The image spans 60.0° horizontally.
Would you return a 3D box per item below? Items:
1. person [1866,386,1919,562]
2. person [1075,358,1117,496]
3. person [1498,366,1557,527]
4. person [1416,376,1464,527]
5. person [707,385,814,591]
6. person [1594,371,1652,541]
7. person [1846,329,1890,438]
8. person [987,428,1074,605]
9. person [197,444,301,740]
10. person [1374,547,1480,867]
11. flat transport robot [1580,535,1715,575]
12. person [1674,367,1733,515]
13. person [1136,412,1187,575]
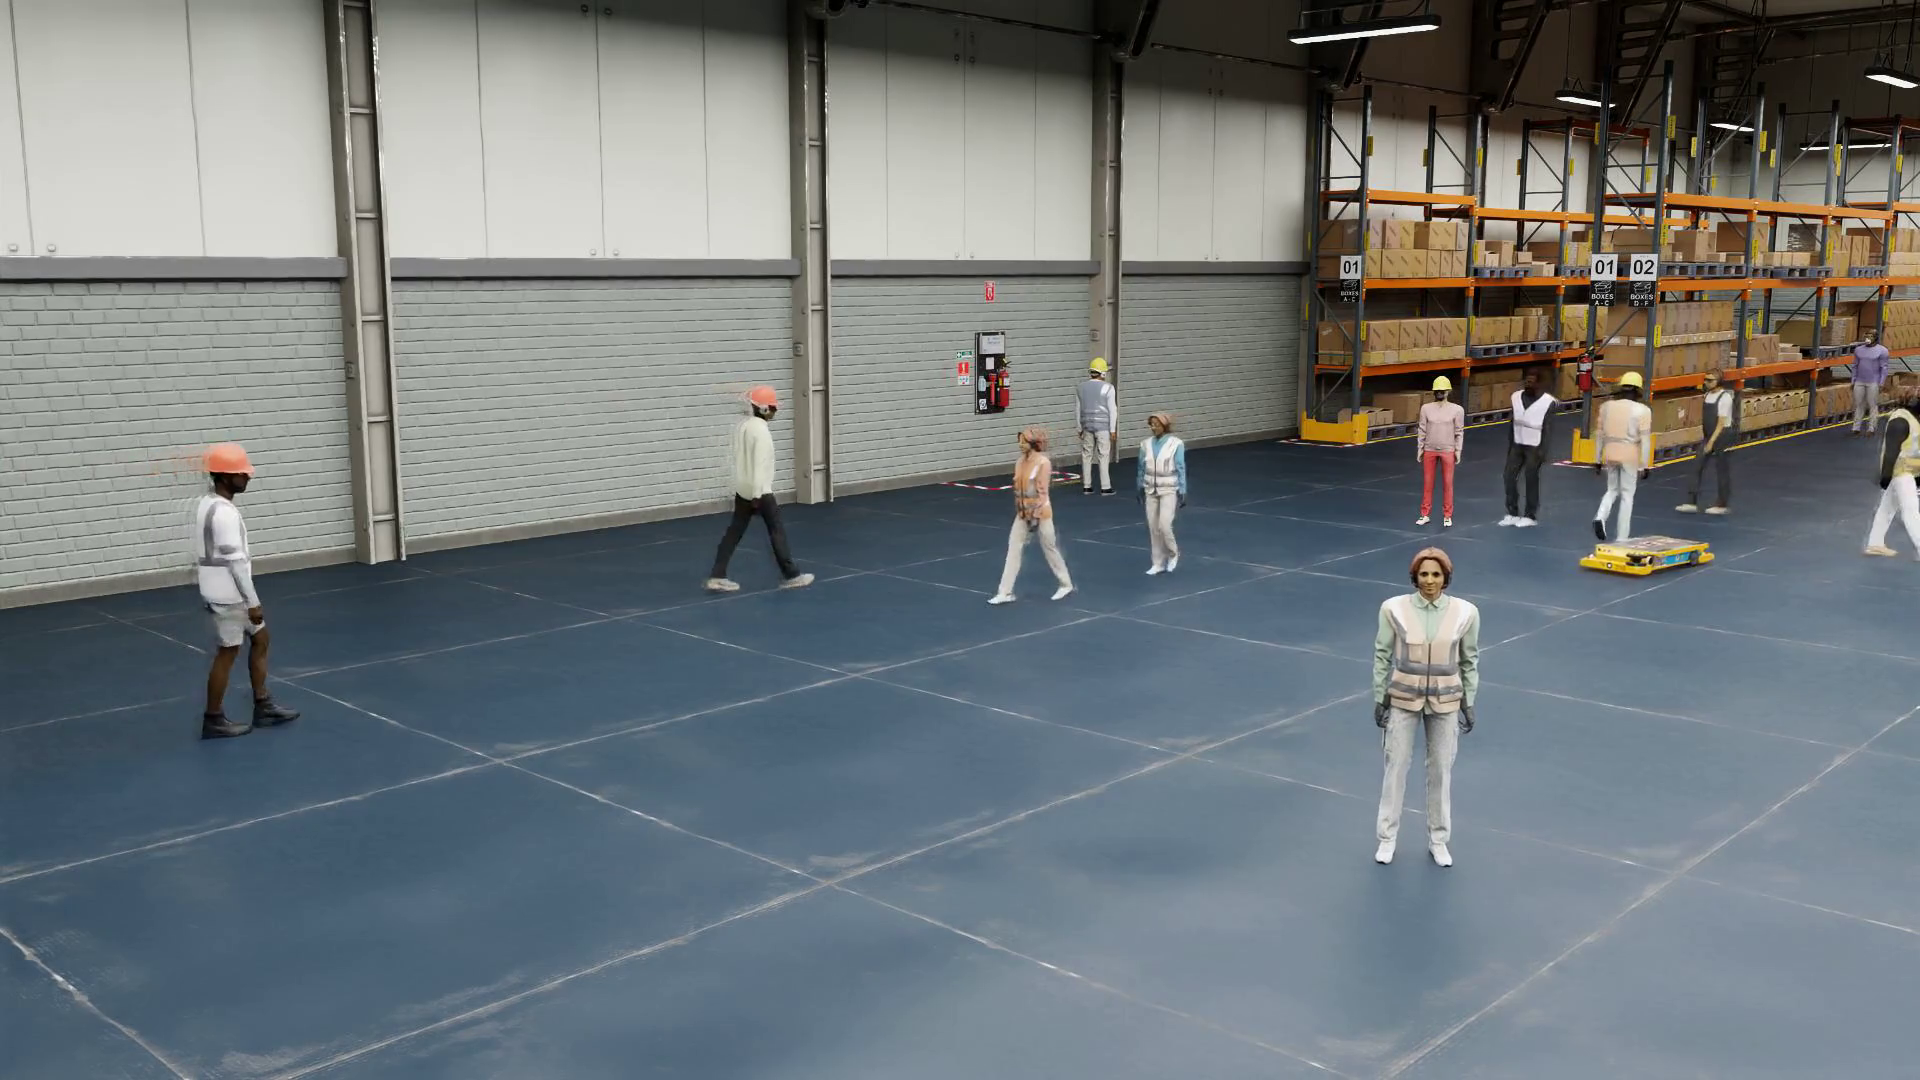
[{"bbox_3d":[9.908,-0.680,17.237,0.896,1.799,0.648,8,12,41],"label":"person"},{"bbox_3d":[1.828,-1.508,22.175,0.591,1.834,0.404,6,11,33],"label":"person"},{"bbox_3d":[6.571,-1.070,19.319,0.644,1.888,0.621,-7,12,-36],"label":"person"},{"bbox_3d":[5.626,-1.039,19.522,0.532,1.768,0.311,5,10,27],"label":"person"},{"bbox_3d":[-1.925,-0.477,15.605,1.023,1.945,0.614,-6,11,-31],"label":"person"},{"bbox_3d":[7.201,-0.879,18.106,0.547,1.904,0.612,-8,12,-39],"label":"person"},{"bbox_3d":[16.225,-2.799,29.725,0.371,1.941,0.627,-6,11,-32],"label":"person"},{"bbox_3d":[0.670,-0.222,15.045,0.852,1.600,0.511,-7,12,-37],"label":"person"},{"bbox_3d":[-4.611,0.327,10.769,0.780,1.904,0.563,-6,11,-31],"label":"person"},{"bbox_3d":[2.356,0.843,8.434,0.515,1.640,0.315,2,9,10],"label":"person"},{"bbox_3d":[6.992,0.138,16.890,1.431,0.197,0.652,-7,12,-37],"label":"flat transport robot"},{"bbox_3d":[9.126,-1.196,20.317,0.774,1.813,0.503,-2,10,-14],"label":"person"},{"bbox_3d":[1.962,-0.451,16.358,0.544,1.623,0.376,8,12,40],"label":"person"}]
